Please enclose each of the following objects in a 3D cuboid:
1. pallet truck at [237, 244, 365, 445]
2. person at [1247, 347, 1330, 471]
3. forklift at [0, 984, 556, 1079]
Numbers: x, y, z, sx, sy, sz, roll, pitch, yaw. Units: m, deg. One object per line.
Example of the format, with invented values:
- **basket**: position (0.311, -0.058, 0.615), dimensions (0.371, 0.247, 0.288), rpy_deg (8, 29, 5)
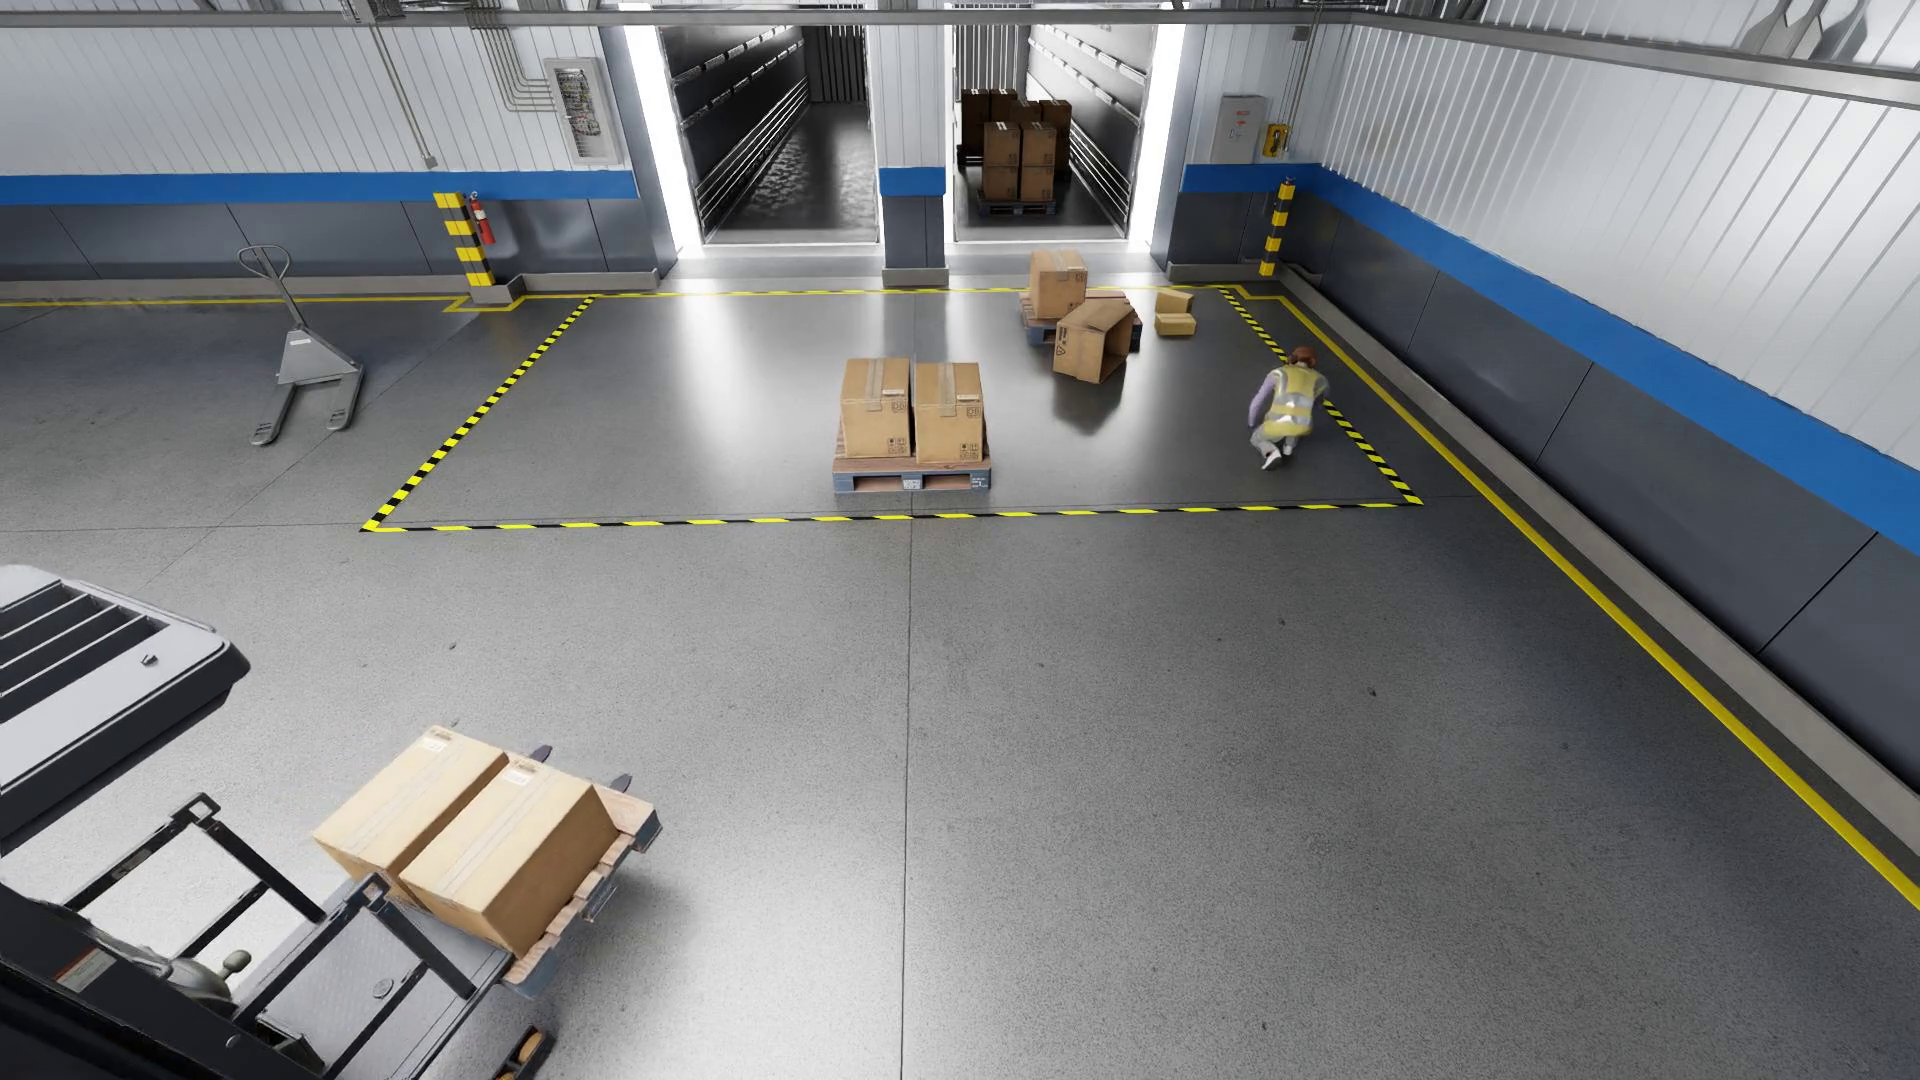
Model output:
- **pallet truck**: position (-5.915, -1.733, 6.366), dimensions (0.680, 1.201, 1.601), rpy_deg (-18, 42, -21)
- **person**: position (2.642, -1.033, 5.884), dimensions (0.571, 0.813, 0.853), rpy_deg (10, 40, 13)
- **forklift**: position (-2.168, 1.528, 1.611), dimensions (0.716, 2.013, 0.776), rpy_deg (13, 40, 16)
